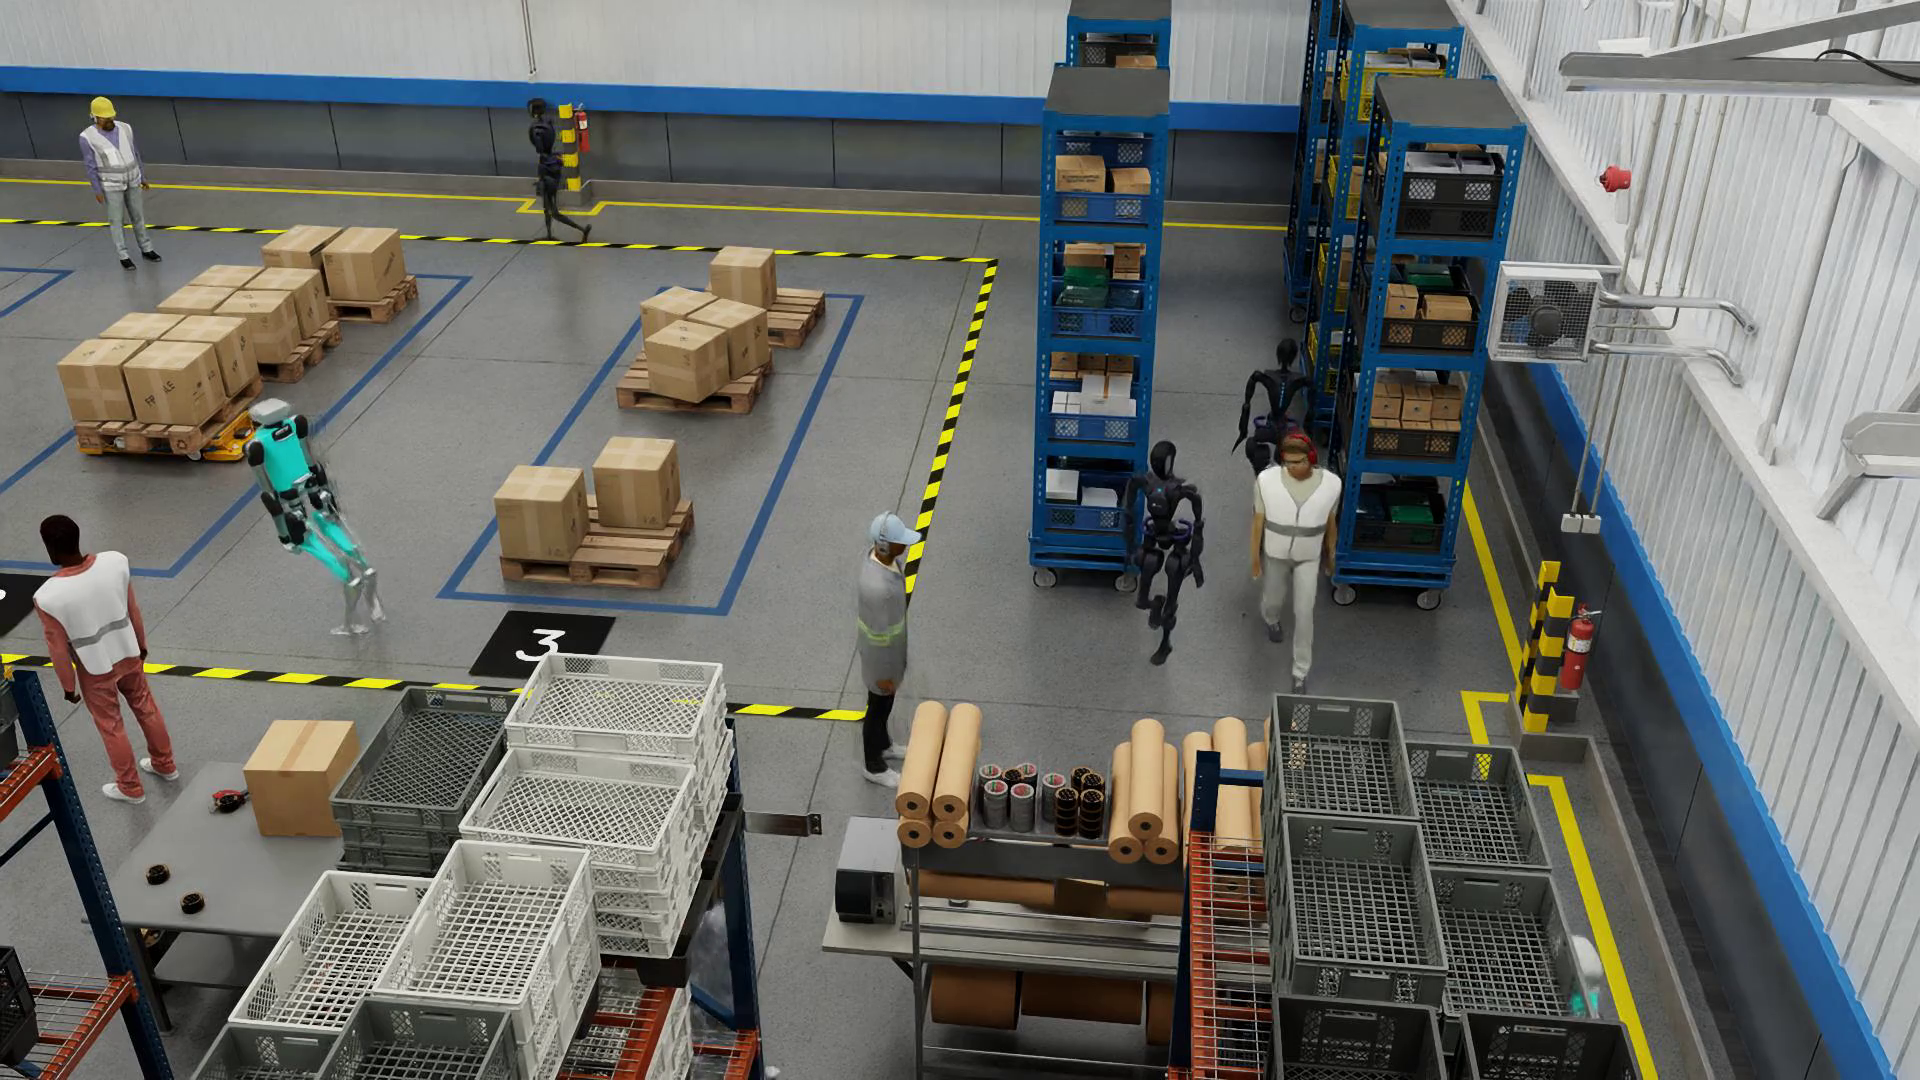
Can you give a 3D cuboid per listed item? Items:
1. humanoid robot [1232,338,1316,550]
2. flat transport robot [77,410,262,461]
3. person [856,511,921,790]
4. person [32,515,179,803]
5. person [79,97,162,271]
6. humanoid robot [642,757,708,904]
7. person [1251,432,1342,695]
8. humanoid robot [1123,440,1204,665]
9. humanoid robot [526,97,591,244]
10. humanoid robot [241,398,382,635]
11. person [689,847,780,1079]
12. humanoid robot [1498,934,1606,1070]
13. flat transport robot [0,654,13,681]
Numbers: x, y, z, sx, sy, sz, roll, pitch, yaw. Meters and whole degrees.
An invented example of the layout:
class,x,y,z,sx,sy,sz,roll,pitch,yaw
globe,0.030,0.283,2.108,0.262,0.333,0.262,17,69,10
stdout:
class,x,y,z,sx,sy,sz,roll,pitch,yaw
humanoid robot,2.380,-0.771,12.660,0.588,1.633,0.796,3,30,5
flat transport robot,-6.728,-0.944,14.268,1.431,0.197,0.652,3,30,6
person,-0.420,0.643,9.995,0.395,1.850,0.596,2,30,4
person,-5.052,0.707,9.834,0.394,1.911,0.579,17,34,26
person,-8.901,-3.790,17.631,0.404,1.827,0.598,20,36,30
humanoid robot,-1.403,1.638,8.459,0.611,1.642,0.382,-23,37,-34
person,2.207,0.069,11.030,0.586,1.809,0.823,3,30,5
humanoid robot,1.411,0.034,11.220,0.587,1.644,0.491,13,33,21
humanoid robot,-4.435,-4.049,18.237,0.634,1.634,0.591,-2,30,-3
humanoid robot,-4.330,-0.124,11.412,0.782,1.738,0.617,12,32,19
person,-1.203,2.036,7.737,0.639,1.714,0.494,-14,33,-22
humanoid robot,2.192,2.410,7.076,0.792,1.780,0.575,-6,31,-10
flat transport robot,-7.142,0.969,11.010,1.431,0.231,0.659,3,30,6
